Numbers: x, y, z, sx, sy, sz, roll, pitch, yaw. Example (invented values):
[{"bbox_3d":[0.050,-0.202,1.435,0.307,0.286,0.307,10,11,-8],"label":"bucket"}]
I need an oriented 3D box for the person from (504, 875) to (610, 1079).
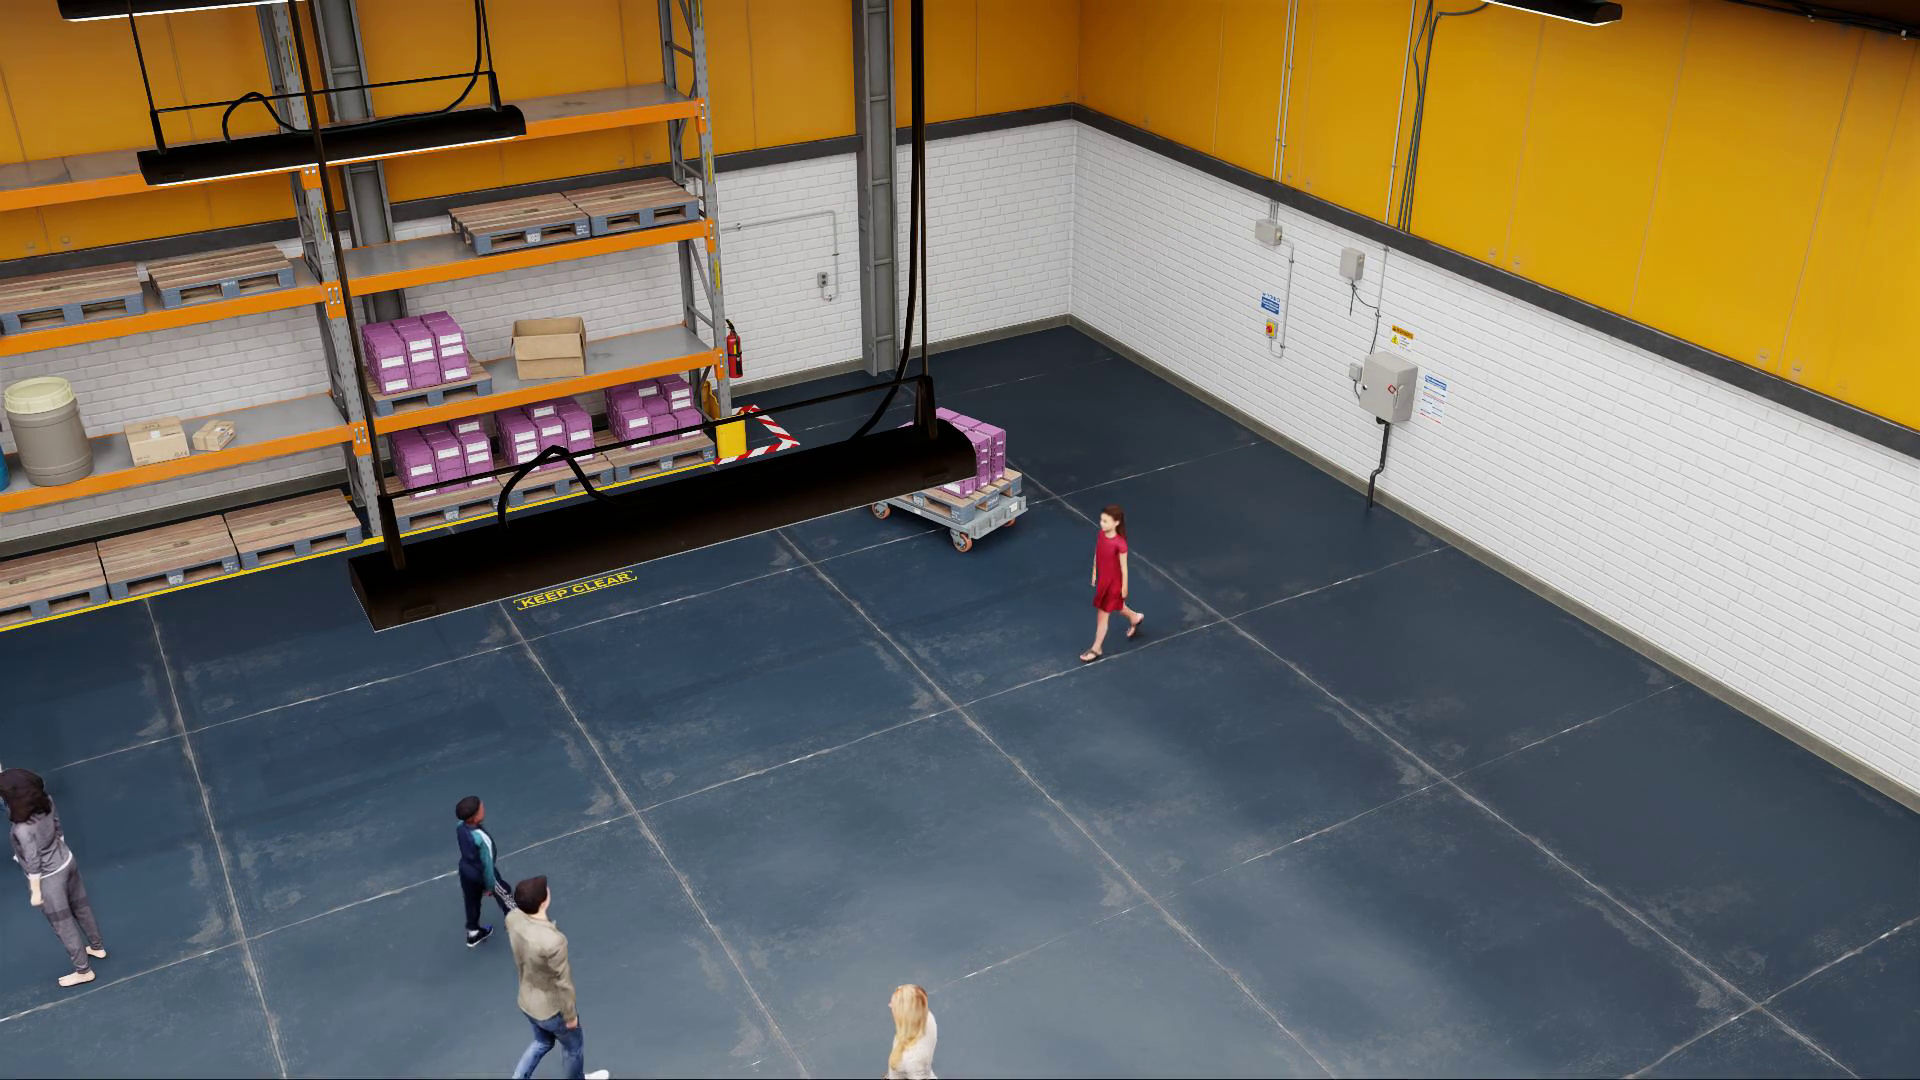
[{"bbox_3d":[-2.626,2.882,10.281,0.920,1.846,1.140,23,36,35],"label":"person"}]

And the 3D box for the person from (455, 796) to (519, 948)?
[{"bbox_3d":[-3.477,2.376,11.841,0.676,1.240,0.821,19,34,31],"label":"person"}]

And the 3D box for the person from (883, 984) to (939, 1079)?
[{"bbox_3d":[-0.148,3.281,9.610,1.154,1.788,1.048,5,29,10],"label":"person"}]

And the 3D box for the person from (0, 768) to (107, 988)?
[{"bbox_3d":[-6.237,2.296,11.444,0.684,1.760,0.678,0,29,1],"label":"person"}]

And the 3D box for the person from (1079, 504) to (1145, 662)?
[{"bbox_3d":[1.445,0.348,15.258,1.032,1.528,0.602,-18,33,-30],"label":"person"}]
